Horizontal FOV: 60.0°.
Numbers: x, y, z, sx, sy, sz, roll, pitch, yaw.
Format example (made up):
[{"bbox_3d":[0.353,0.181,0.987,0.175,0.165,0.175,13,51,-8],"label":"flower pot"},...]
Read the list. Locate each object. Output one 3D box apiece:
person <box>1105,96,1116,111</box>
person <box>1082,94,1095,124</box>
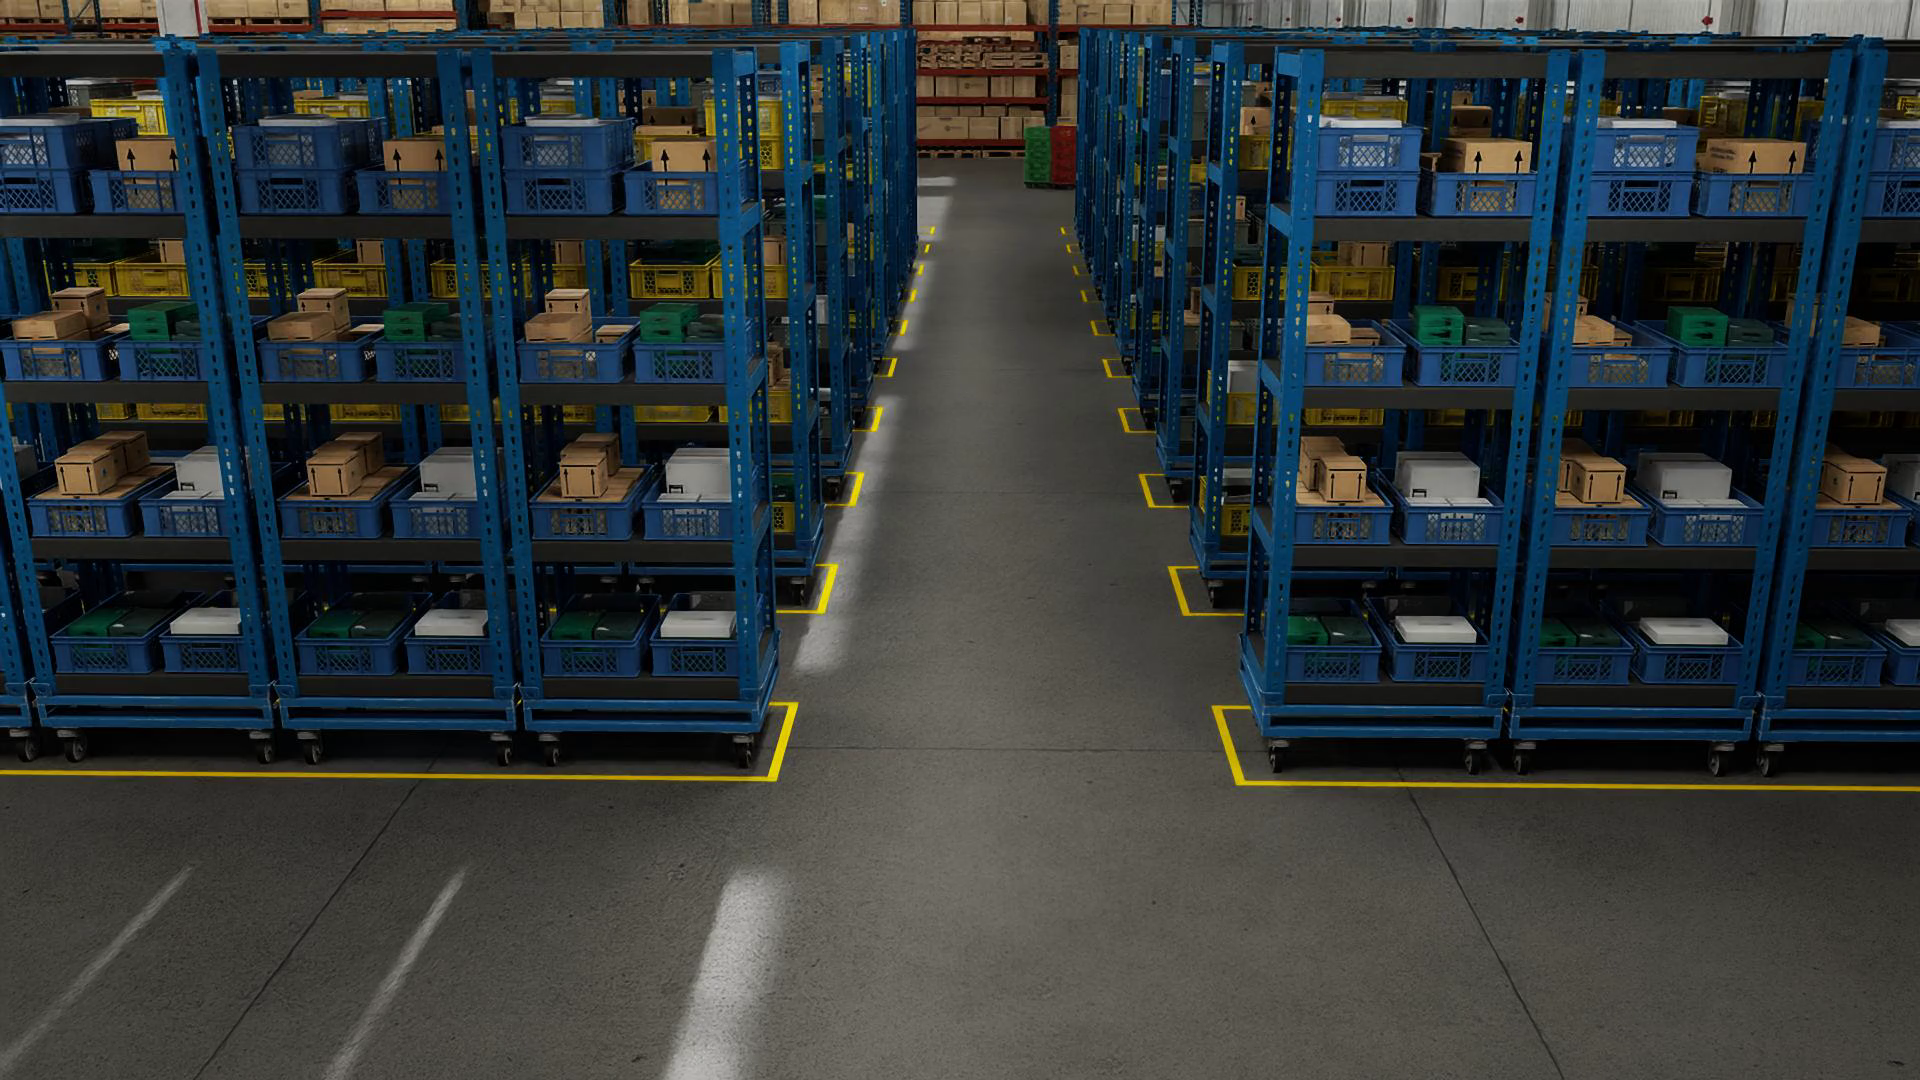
[{"bbox_3d":[4.116,-10.933,44.126,0.992,1.891,0.560,-2,18,-6],"label":"person"},{"bbox_3d":[3.323,-10.501,42.559,0.611,1.996,0.379,-1,17,-5],"label":"person"}]
